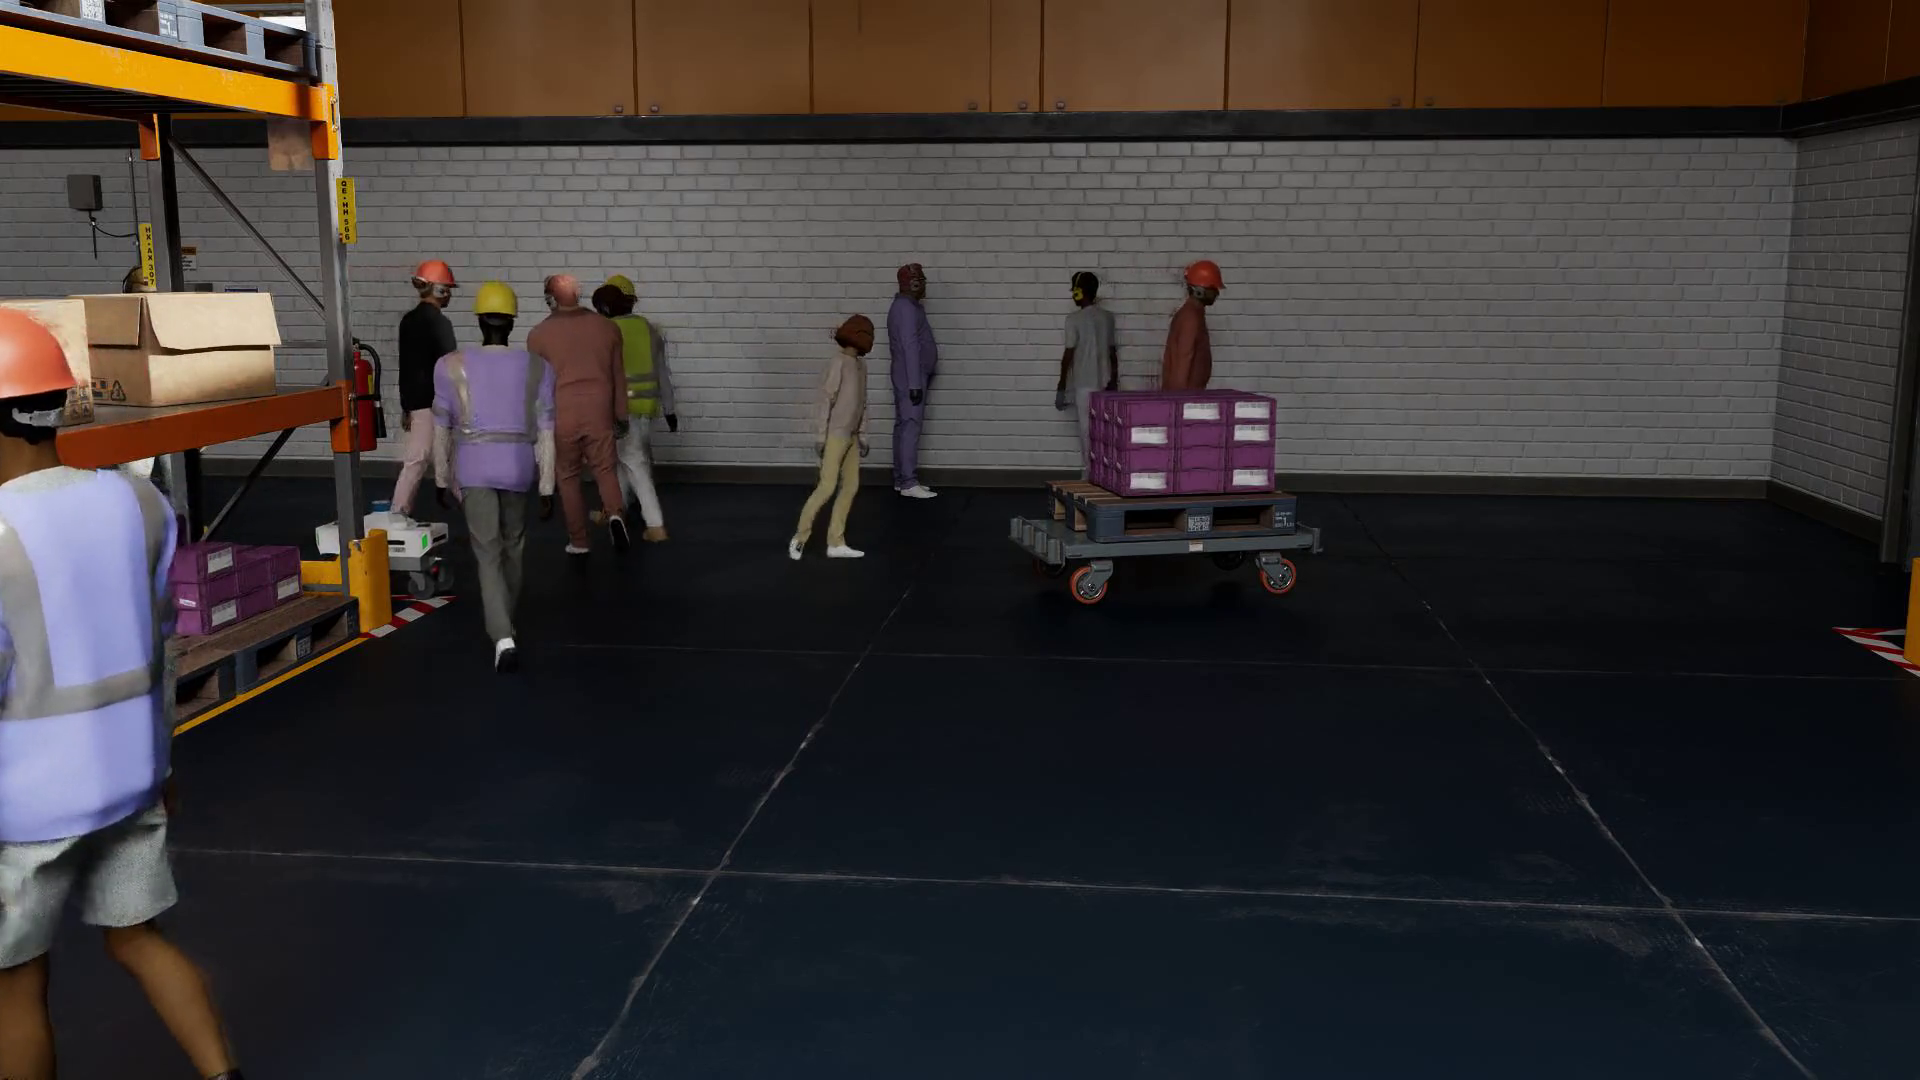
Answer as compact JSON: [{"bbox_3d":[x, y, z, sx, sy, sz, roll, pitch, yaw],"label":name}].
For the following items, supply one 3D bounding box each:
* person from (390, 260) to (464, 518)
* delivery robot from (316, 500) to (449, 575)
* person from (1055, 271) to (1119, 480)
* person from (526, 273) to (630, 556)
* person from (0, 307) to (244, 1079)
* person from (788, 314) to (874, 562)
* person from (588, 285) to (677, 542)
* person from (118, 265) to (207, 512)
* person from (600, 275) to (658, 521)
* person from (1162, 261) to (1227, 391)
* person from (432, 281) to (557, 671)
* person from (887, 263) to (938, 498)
[{"bbox_3d":[-3.533,-0.925,11.362,1.050,1.940,0.645,-7,12,-35],"label":"person"},{"bbox_3d":[-3.372,0.012,9.728,0.707,0.478,0.477,1,10,7],"label":"delivery robot"},{"bbox_3d":[0.976,-1.226,13.378,0.552,1.850,0.590,-8,13,-39],"label":"person"},{"bbox_3d":[-2.450,-0.789,10.810,0.685,1.875,0.692,-5,11,-27],"label":"person"},{"bbox_3d":[-1.776,0.494,3.339,0.721,1.918,0.579,5,11,24],"label":"person"},{"bbox_3d":[-0.835,-0.670,10.878,0.559,1.601,0.561,4,11,21],"label":"person"},{"bbox_3d":[-2.347,-0.890,11.661,0.963,1.778,0.668,8,13,40],"label":"person"},{"bbox_3d":[-4.860,-0.680,10.017,0.371,1.934,0.627,10,14,44],"label":"person"},{"bbox_3d":[-2.526,-1.061,12.483,0.404,1.833,0.592,7,12,33],"label":"person"},{"bbox_3d":[1.746,-1.090,12.357,1.028,1.925,0.746,0,10,1],"label":"person"},{"bbox_3d":[-2.271,-0.330,8.191,0.587,1.874,1.016,-4,11,-24],"label":"person"},{"bbox_3d":[-0.383,-1.305,13.651,0.409,1.913,0.651,-2,10,-9],"label":"person"}]
